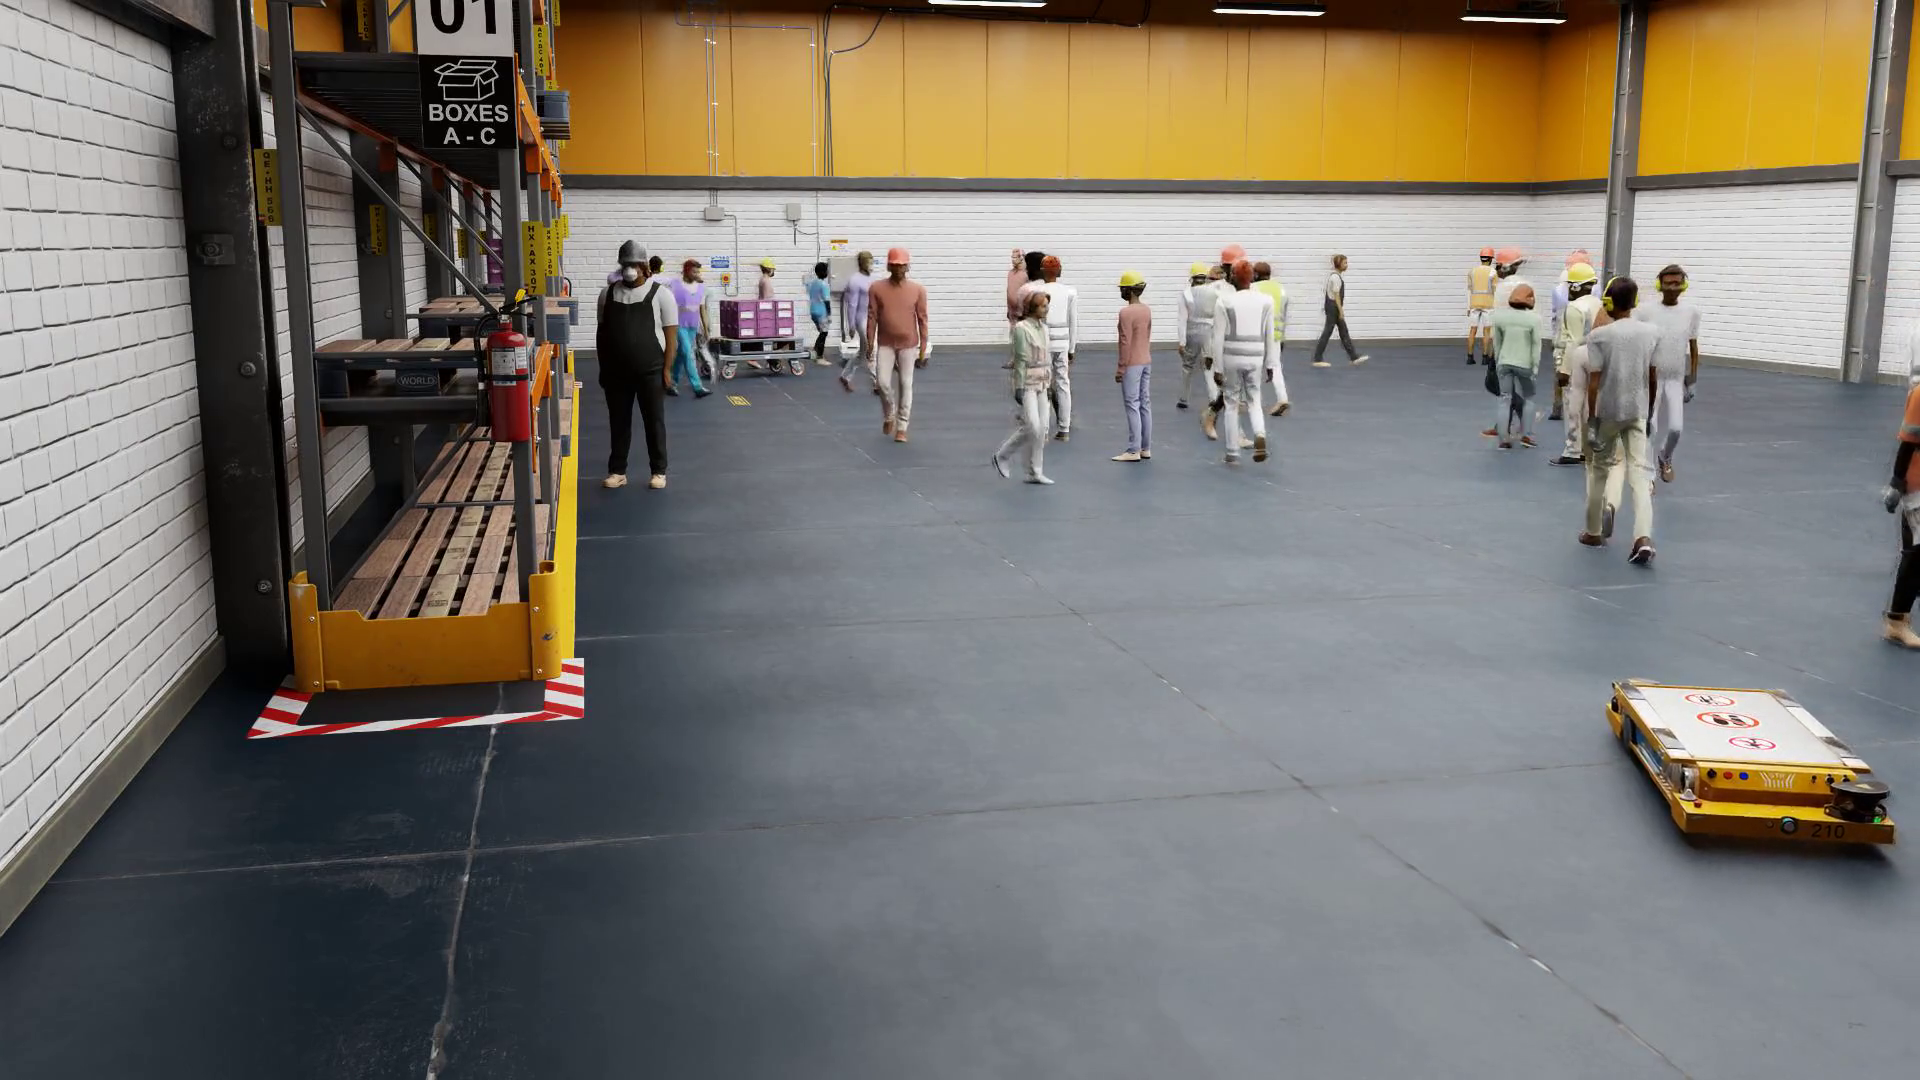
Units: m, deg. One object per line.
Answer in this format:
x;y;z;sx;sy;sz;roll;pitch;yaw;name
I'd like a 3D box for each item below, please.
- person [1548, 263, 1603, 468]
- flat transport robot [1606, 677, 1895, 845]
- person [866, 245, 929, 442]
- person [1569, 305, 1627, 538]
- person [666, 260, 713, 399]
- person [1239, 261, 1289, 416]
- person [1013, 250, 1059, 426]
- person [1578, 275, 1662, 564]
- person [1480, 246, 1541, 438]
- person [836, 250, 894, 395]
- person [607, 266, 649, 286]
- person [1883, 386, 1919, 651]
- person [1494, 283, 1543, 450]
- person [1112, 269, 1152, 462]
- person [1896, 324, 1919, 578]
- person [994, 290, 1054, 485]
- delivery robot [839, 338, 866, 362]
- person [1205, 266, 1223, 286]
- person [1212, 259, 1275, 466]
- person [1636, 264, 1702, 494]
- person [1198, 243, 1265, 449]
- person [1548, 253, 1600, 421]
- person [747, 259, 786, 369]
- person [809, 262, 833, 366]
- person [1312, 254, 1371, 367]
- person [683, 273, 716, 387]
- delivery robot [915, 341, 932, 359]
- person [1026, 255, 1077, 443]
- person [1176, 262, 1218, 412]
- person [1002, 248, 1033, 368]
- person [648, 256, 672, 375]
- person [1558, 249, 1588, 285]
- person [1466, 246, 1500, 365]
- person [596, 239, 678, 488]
5.547;-1.566;14.959;0.404;1.830;0.600;10;14;43;person
2.903;0.789;6.236;0.652;0.197;1.431;2;10;11;flat transport robot
-0.633;-1.977;16.815;0.647;1.979;0.437;0;10;1;person
4.454;-0.820;11.450;0.520;1.604;0.726;4;11;20;person
-3.547;-2.730;21.551;0.979;1.782;0.610;8;13;38;person
3.586;-2.349;19.414;0.635;1.807;0.858;-3;11;-17;person
0.913;-2.205;18.229;0.604;1.940;0.903;-9;13;-40;person
4.258;-0.783;10.665;0.527;1.827;0.989;1;10;4;person
5.630;-1.993;16.924;0.587;1.979;0.632;9;13;40;person
-1.289;-2.867;21.964;0.952;1.911;0.628;6;12;28;person
-4.746;-3.181;23.756;0.663;1.886;0.419;1;10;6;person
4.798;-0.228;8.006;0.535;1.652;0.747;-3;11;-17;person
5.462;-1.689;16.256;0.503;1.615;0.558;8;13;38;person
1.587;-1.604;15.356;0.331;1.768;0.521;7;12;33;person
5.788;-0.678;9.792;0.556;1.916;0.422;-5;11;-24;person
0.560;-1.261;13.839;0.429;1.621;0.533;7;12;32;person
-1.546;-3.016;26.273;0.707;0.478;0.477;1;10;5;delivery robot
4.050;-3.547;26.488;0.265;1.631;0.508;-4;11;-22;person
2.547;-1.573;14.896;0.601;1.870;0.588;-2;10;-8;person
5.682;-1.303;13.470;0.522;1.854;0.488;3;11;16;person
2.669;-1.937;16.547;0.624;2.015;0.923;-6;12;-30;person
7.027;-2.327;19.029;0.554;1.891;1.017;7;12;34;person
-3.096;-3.562;26.273;0.557;1.739;0.543;-4;11;-19;person
-2.233;-3.656;26.945;0.373;1.681;0.554;-6;12;-32;person
6.106;-3.644;26.566;0.947;1.797;0.535;3;11;18;person
-3.648;-2.955;22.973;0.487;1.726;0.498;-6;12;-32;person
-0.806;-3.019;26.289;0.707;0.478;0.477;-4;11;-20;delivery robot
0.911;-1.921;16.797;0.572;1.880;0.356;-5;11;-24;person
2.839;-2.377;19.594;0.606;1.791;0.921;-3;11;-15;person
0.940;-3.638;26.246;0.399;1.905;0.642;-8;13;-38;person
-4.402;-3.206;24.124;0.545;1.818;0.933;-5;11;-27;person
9.149;-3.360;24.722;0.639;1.902;0.402;-8;13;-39;person
8.559;-3.822;27.200;0.541;1.932;0.382;7;12;35;person
-2.674;-1.433;13.645;0.682;2.000;0.537;1;10;6;person
